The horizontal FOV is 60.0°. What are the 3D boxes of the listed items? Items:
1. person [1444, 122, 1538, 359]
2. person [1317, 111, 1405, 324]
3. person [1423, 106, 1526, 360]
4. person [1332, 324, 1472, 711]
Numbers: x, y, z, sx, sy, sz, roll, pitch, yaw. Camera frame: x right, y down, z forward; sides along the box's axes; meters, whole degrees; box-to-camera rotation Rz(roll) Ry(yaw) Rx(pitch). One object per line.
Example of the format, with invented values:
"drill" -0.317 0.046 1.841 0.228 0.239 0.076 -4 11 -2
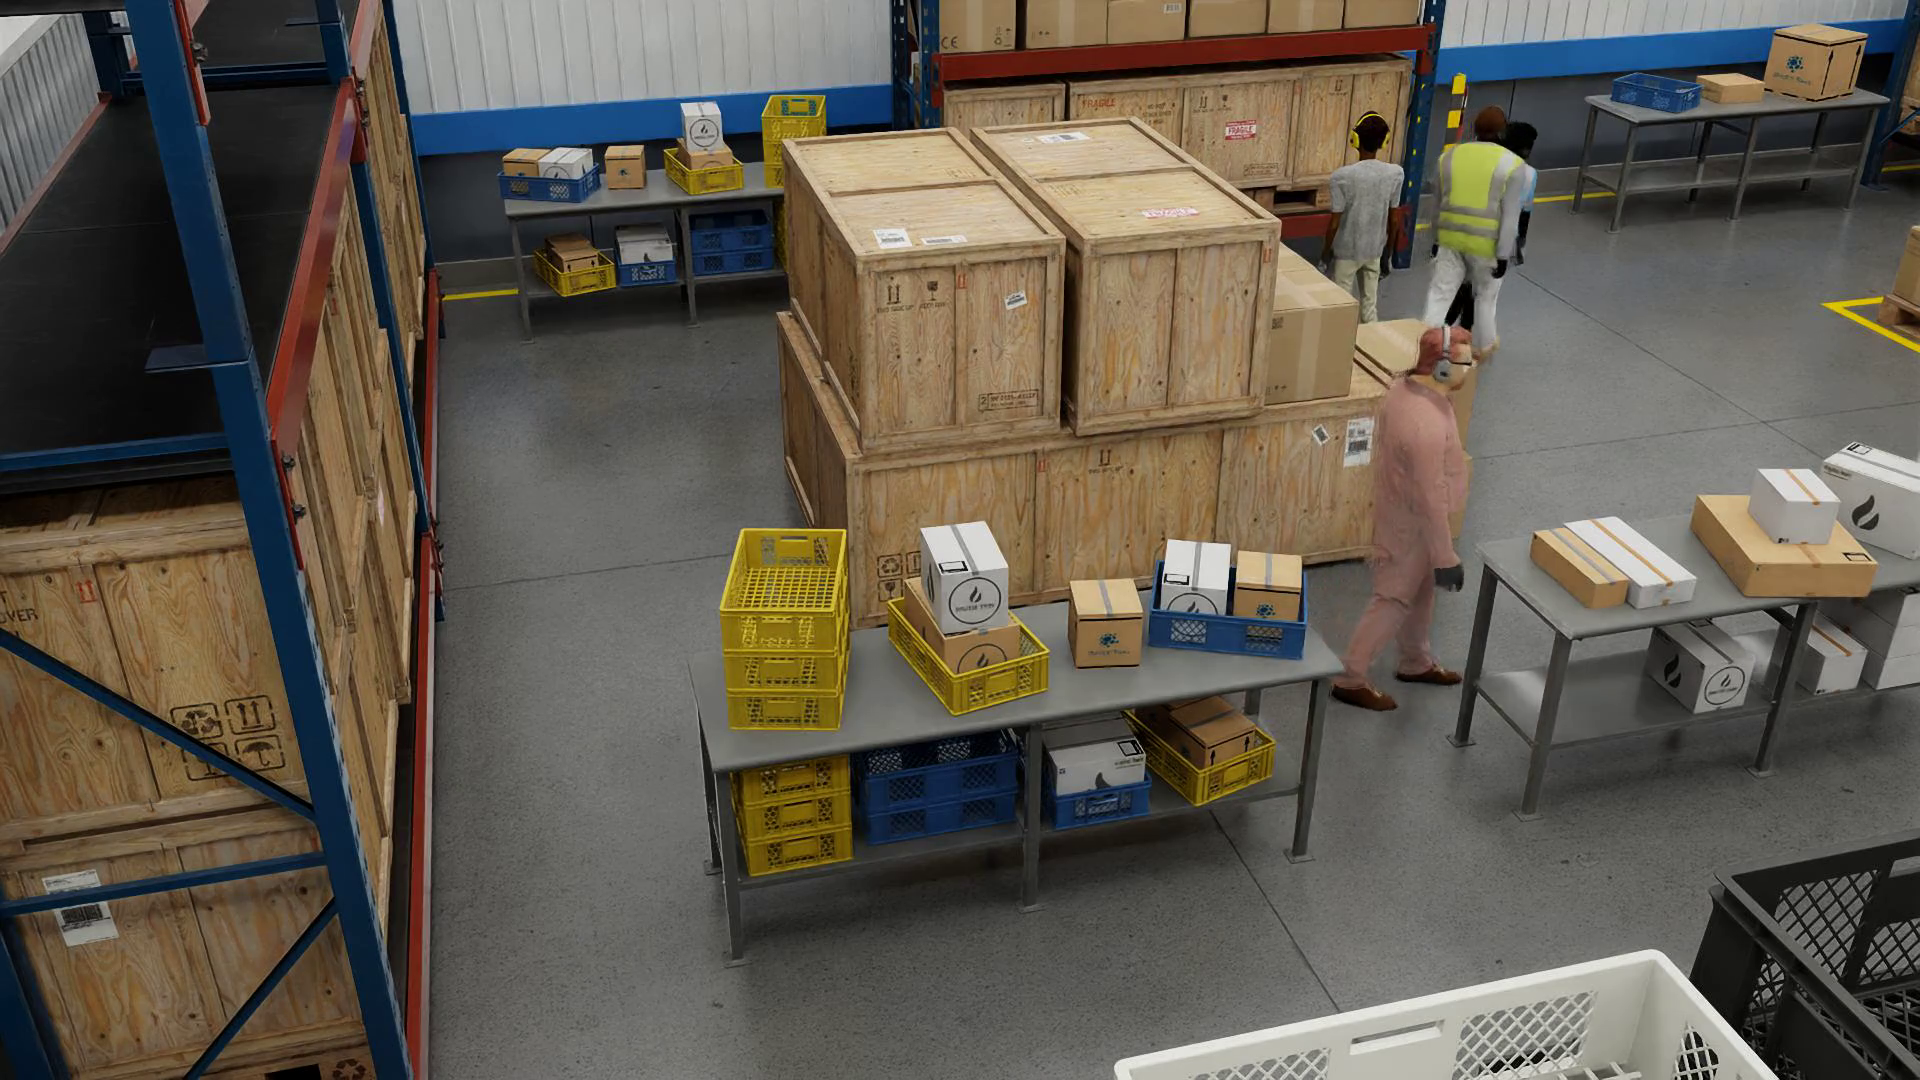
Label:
"person" 3.591 -2.019 11.310 0.564 1.673 0.349 -10 30 -17
"person" 2.565 -1.835 10.778 0.512 1.868 0.329 -5 29 -10
"person" 3.442 -1.987 11.156 0.655 1.773 0.949 21 35 33
"person" 2.090 -0.083 7.585 0.542 1.906 0.665 5 29 9
